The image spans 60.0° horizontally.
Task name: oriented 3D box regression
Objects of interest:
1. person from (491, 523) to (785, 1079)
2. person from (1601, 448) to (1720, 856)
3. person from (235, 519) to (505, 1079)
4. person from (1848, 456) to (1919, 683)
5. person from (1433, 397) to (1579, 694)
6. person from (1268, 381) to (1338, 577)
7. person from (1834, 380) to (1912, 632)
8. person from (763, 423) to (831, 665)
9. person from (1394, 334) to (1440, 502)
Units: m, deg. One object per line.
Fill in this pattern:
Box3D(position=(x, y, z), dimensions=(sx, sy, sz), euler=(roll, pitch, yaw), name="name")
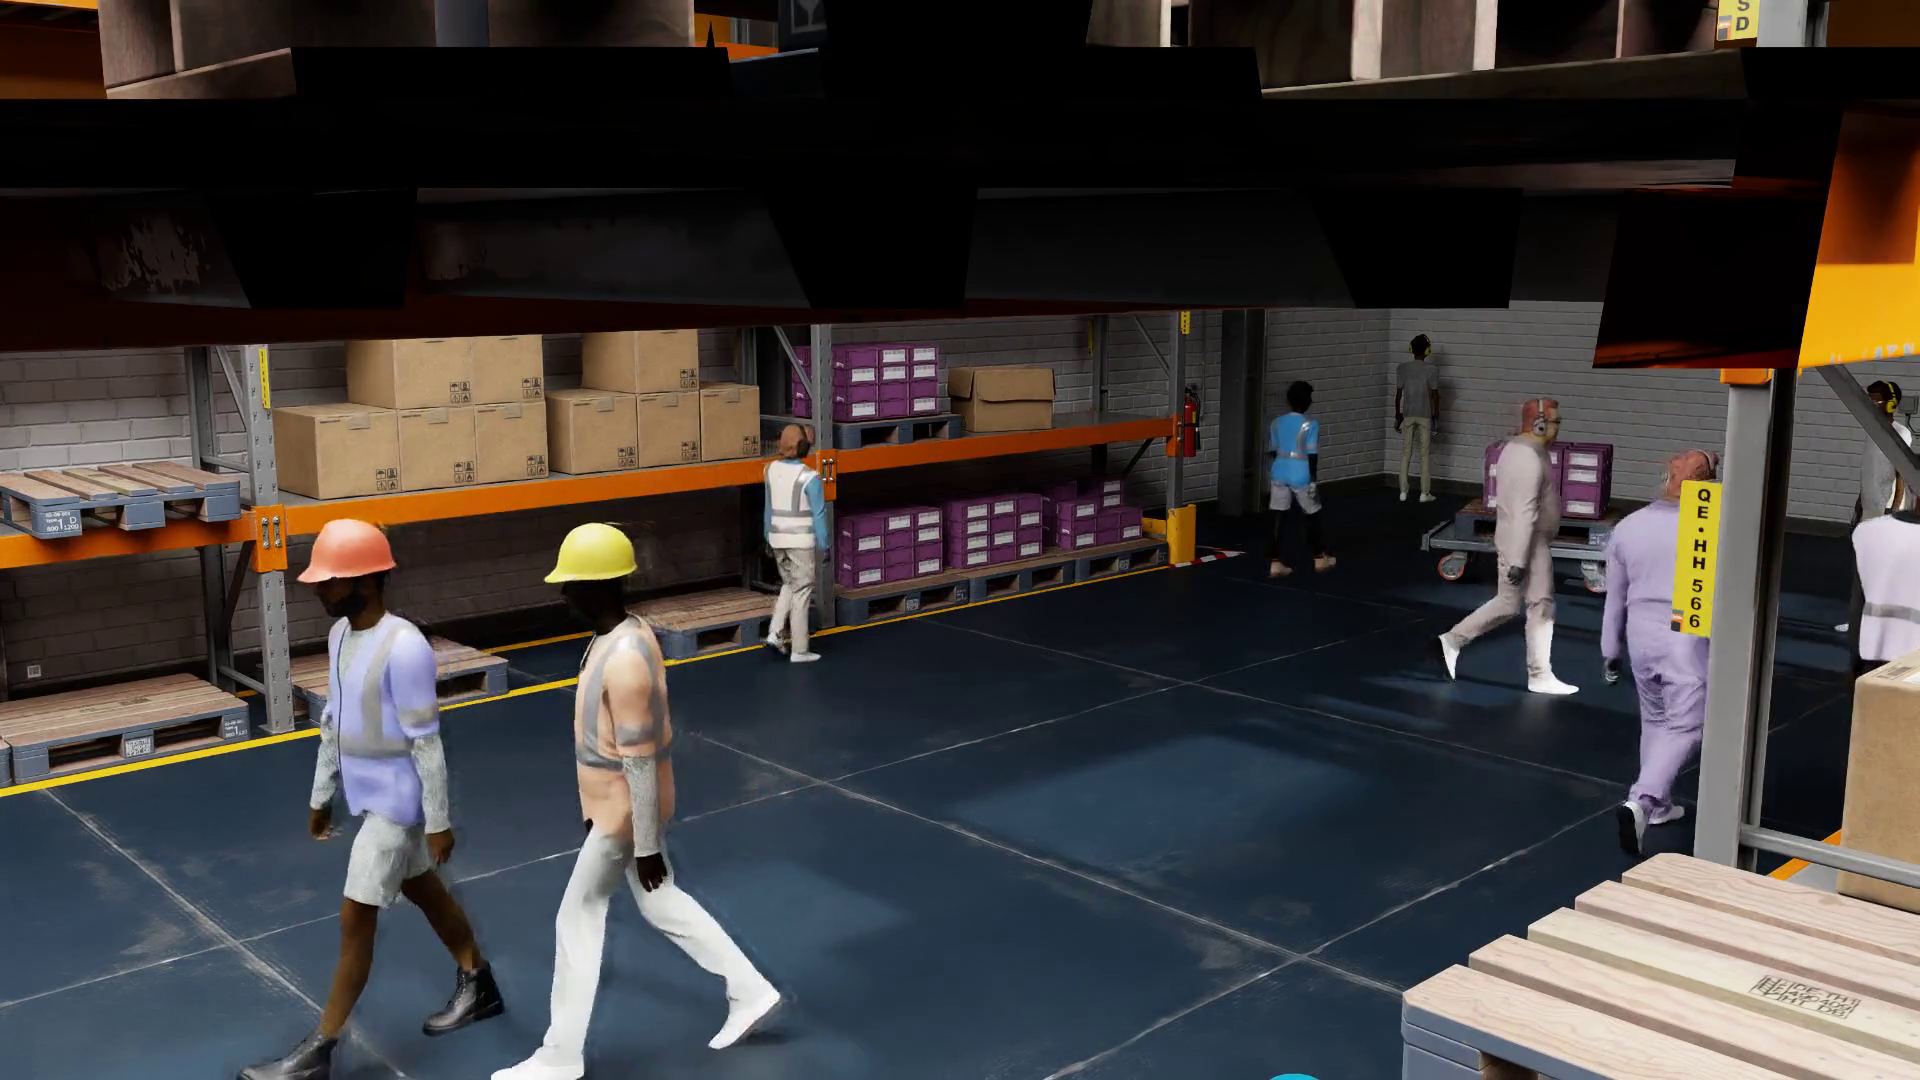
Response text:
Box3D(position=(-1.062, 0.865, 5.550), dimensions=(0.959, 1.889, 0.597), euler=(-2, 10, -12), name="person")
Box3D(position=(3.268, 0.507, 7.685), dimensions=(0.836, 1.869, 0.638), euler=(-8, 12, -38), name="person")
Box3D(position=(-1.981, 0.859, 5.586), dimensions=(1.001, 1.881, 0.573), euler=(-9, 13, -42), name="person")
Box3D(position=(4.219, 0.546, 7.364), dimensions=(0.455, 1.905, 0.594), euler=(-8, 12, -39), name="person")
Box3D(position=(3.460, 0.035, 10.407), dimensions=(0.796, 1.879, 0.634), euler=(1, 10, 4), name="person")
Box3D(position=(2.953, -0.527, 14.282), dimensions=(0.770, 1.663, 0.553), euler=(-8, 13, -39), name="person")
Box3D(position=(6.570, -0.210, 11.909), dimensions=(0.316, 1.861, 0.514), euler=(0, 10, 1), name="person")
Box3D(position=(-1.089, 0.033, 11.120), dimensions=(0.545, 1.627, 0.359), euler=(8, 13, 39), name="person")
Box3D(position=(5.110, -1.357, 18.581), dimensions=(0.516, 1.873, 0.329), euler=(6, 11, 30), name="person")
